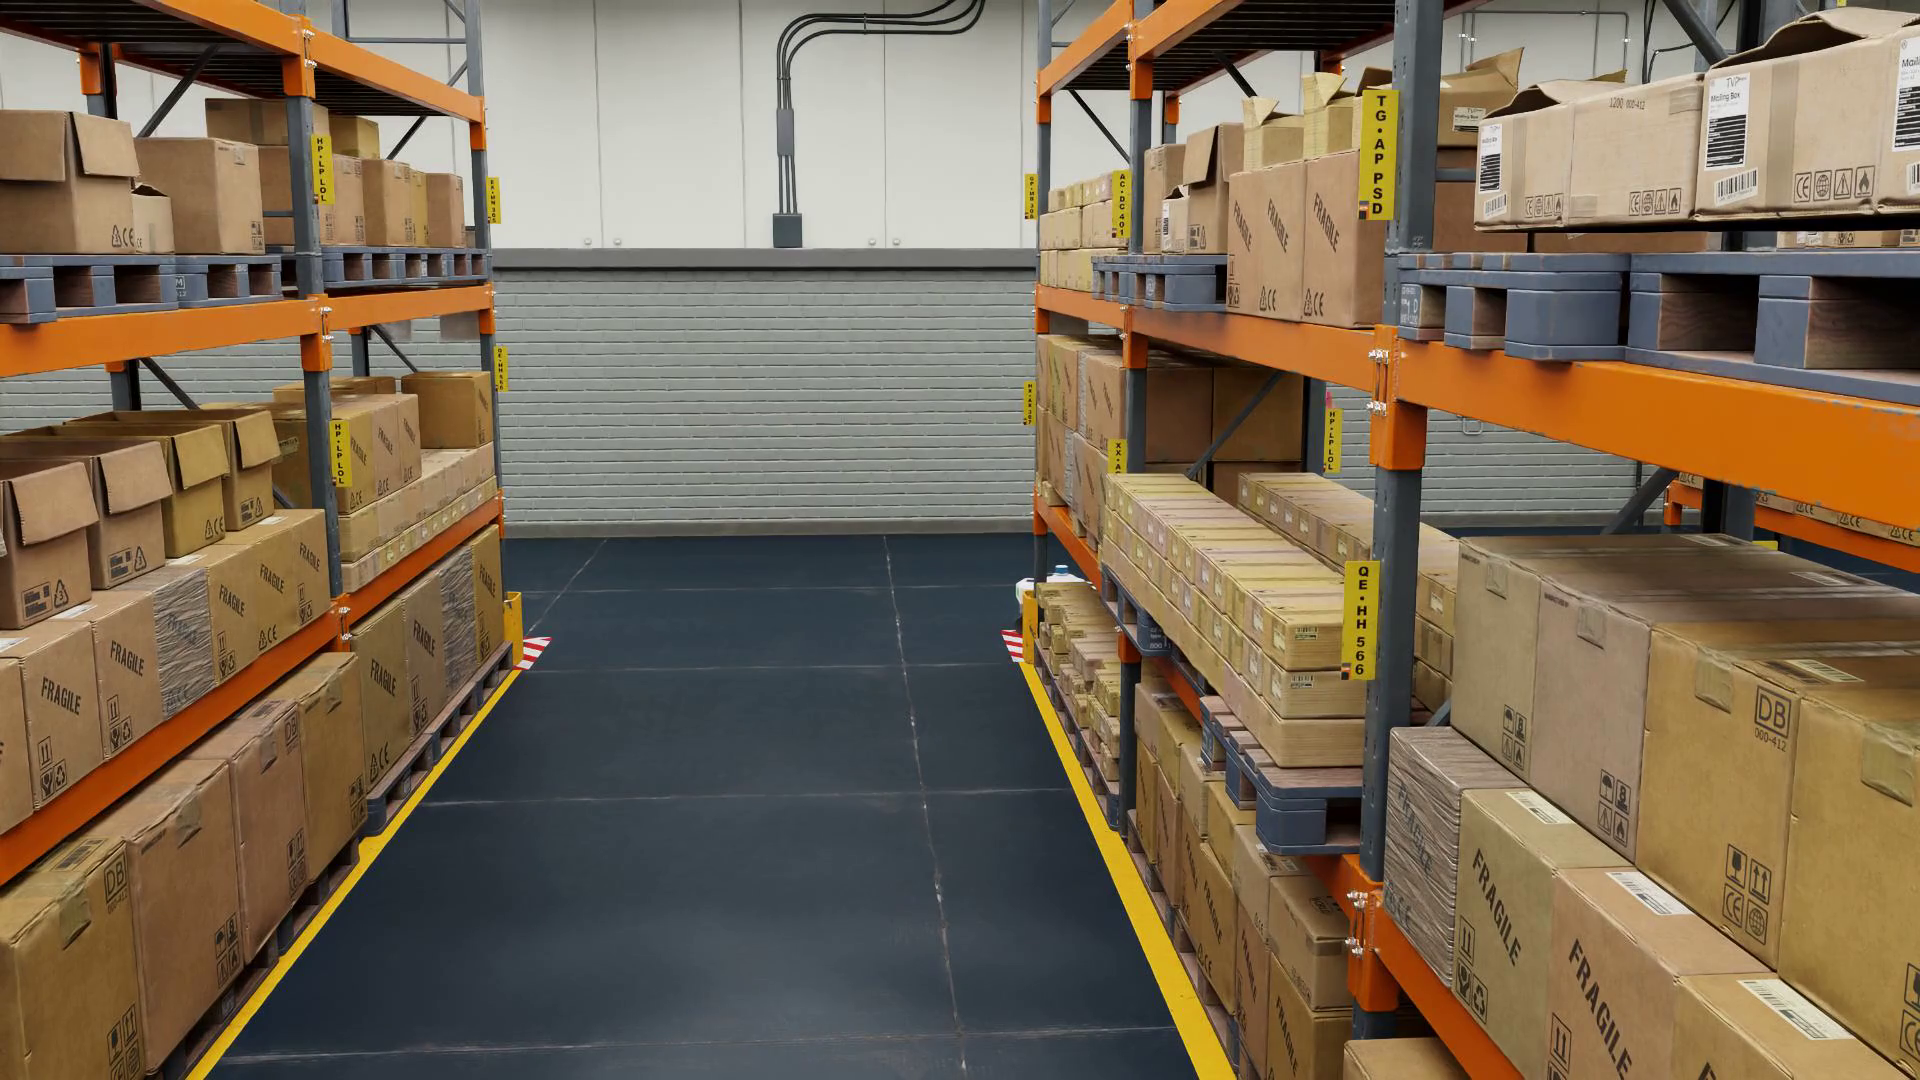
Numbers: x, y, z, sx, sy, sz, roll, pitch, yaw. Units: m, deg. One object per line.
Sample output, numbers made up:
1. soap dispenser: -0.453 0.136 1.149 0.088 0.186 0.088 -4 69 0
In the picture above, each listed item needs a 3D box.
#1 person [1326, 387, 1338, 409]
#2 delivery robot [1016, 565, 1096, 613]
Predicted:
1. person: 3.122 -0.389 14.594 0.693 1.912 0.576 1 10 6
2. delivery robot: 0.816 0.446 13.408 0.707 0.478 0.477 3 10 19
